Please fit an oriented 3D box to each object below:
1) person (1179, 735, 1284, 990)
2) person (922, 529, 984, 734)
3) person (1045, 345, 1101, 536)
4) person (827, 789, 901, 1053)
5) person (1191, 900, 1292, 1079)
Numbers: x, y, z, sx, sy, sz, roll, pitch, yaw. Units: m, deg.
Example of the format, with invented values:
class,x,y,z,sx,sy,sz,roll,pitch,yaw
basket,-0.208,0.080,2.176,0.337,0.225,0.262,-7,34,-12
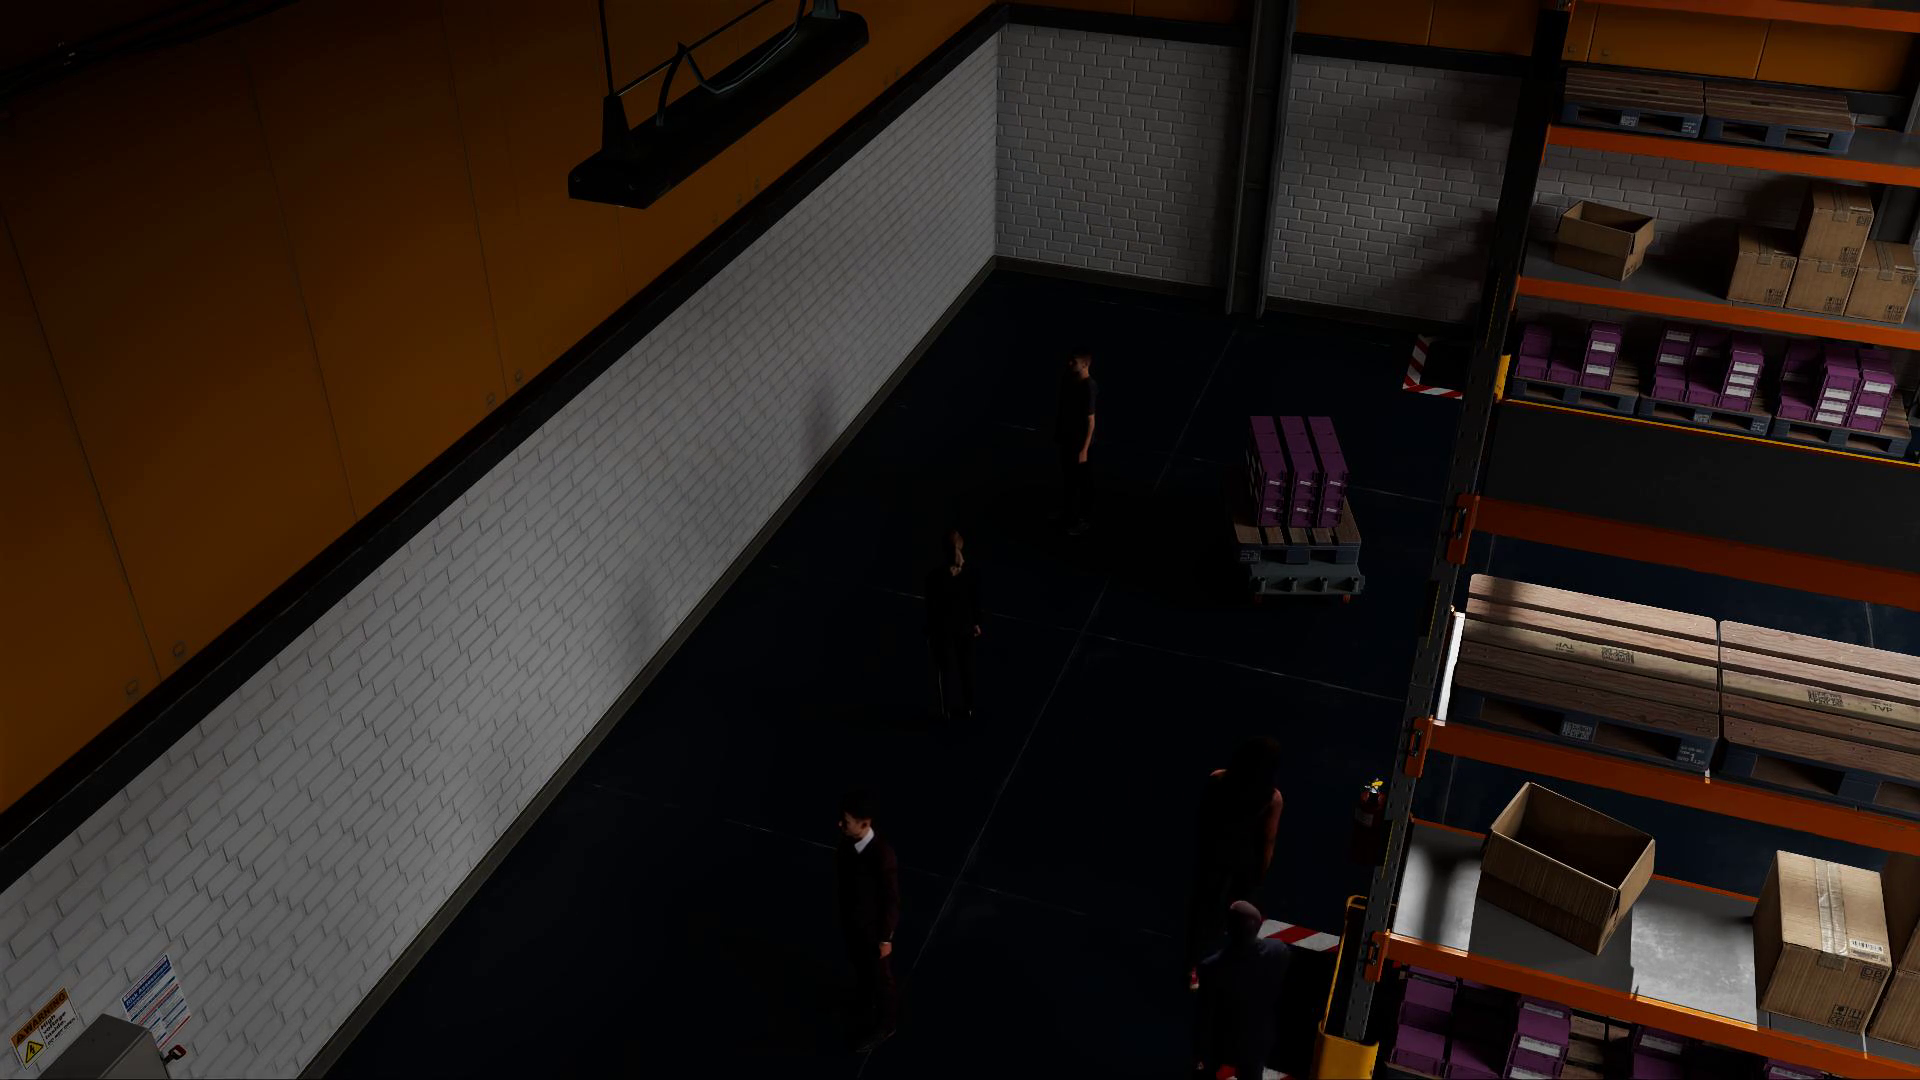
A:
class,x,y,z,sx,sy,sz,roll,pitch,yaw
person,1.625,1.948,10.046,1.143,1.774,0.794,11,35,16
person,-0.056,0.661,12.043,0.684,1.706,0.760,-12,35,-17
person,1.009,-0.883,14.314,0.775,1.764,0.693,-18,38,-25
person,-0.539,2.166,9.638,0.838,1.864,0.748,-19,38,-26
person,1.518,2.729,8.864,1.160,1.783,1.137,-10,35,-14
